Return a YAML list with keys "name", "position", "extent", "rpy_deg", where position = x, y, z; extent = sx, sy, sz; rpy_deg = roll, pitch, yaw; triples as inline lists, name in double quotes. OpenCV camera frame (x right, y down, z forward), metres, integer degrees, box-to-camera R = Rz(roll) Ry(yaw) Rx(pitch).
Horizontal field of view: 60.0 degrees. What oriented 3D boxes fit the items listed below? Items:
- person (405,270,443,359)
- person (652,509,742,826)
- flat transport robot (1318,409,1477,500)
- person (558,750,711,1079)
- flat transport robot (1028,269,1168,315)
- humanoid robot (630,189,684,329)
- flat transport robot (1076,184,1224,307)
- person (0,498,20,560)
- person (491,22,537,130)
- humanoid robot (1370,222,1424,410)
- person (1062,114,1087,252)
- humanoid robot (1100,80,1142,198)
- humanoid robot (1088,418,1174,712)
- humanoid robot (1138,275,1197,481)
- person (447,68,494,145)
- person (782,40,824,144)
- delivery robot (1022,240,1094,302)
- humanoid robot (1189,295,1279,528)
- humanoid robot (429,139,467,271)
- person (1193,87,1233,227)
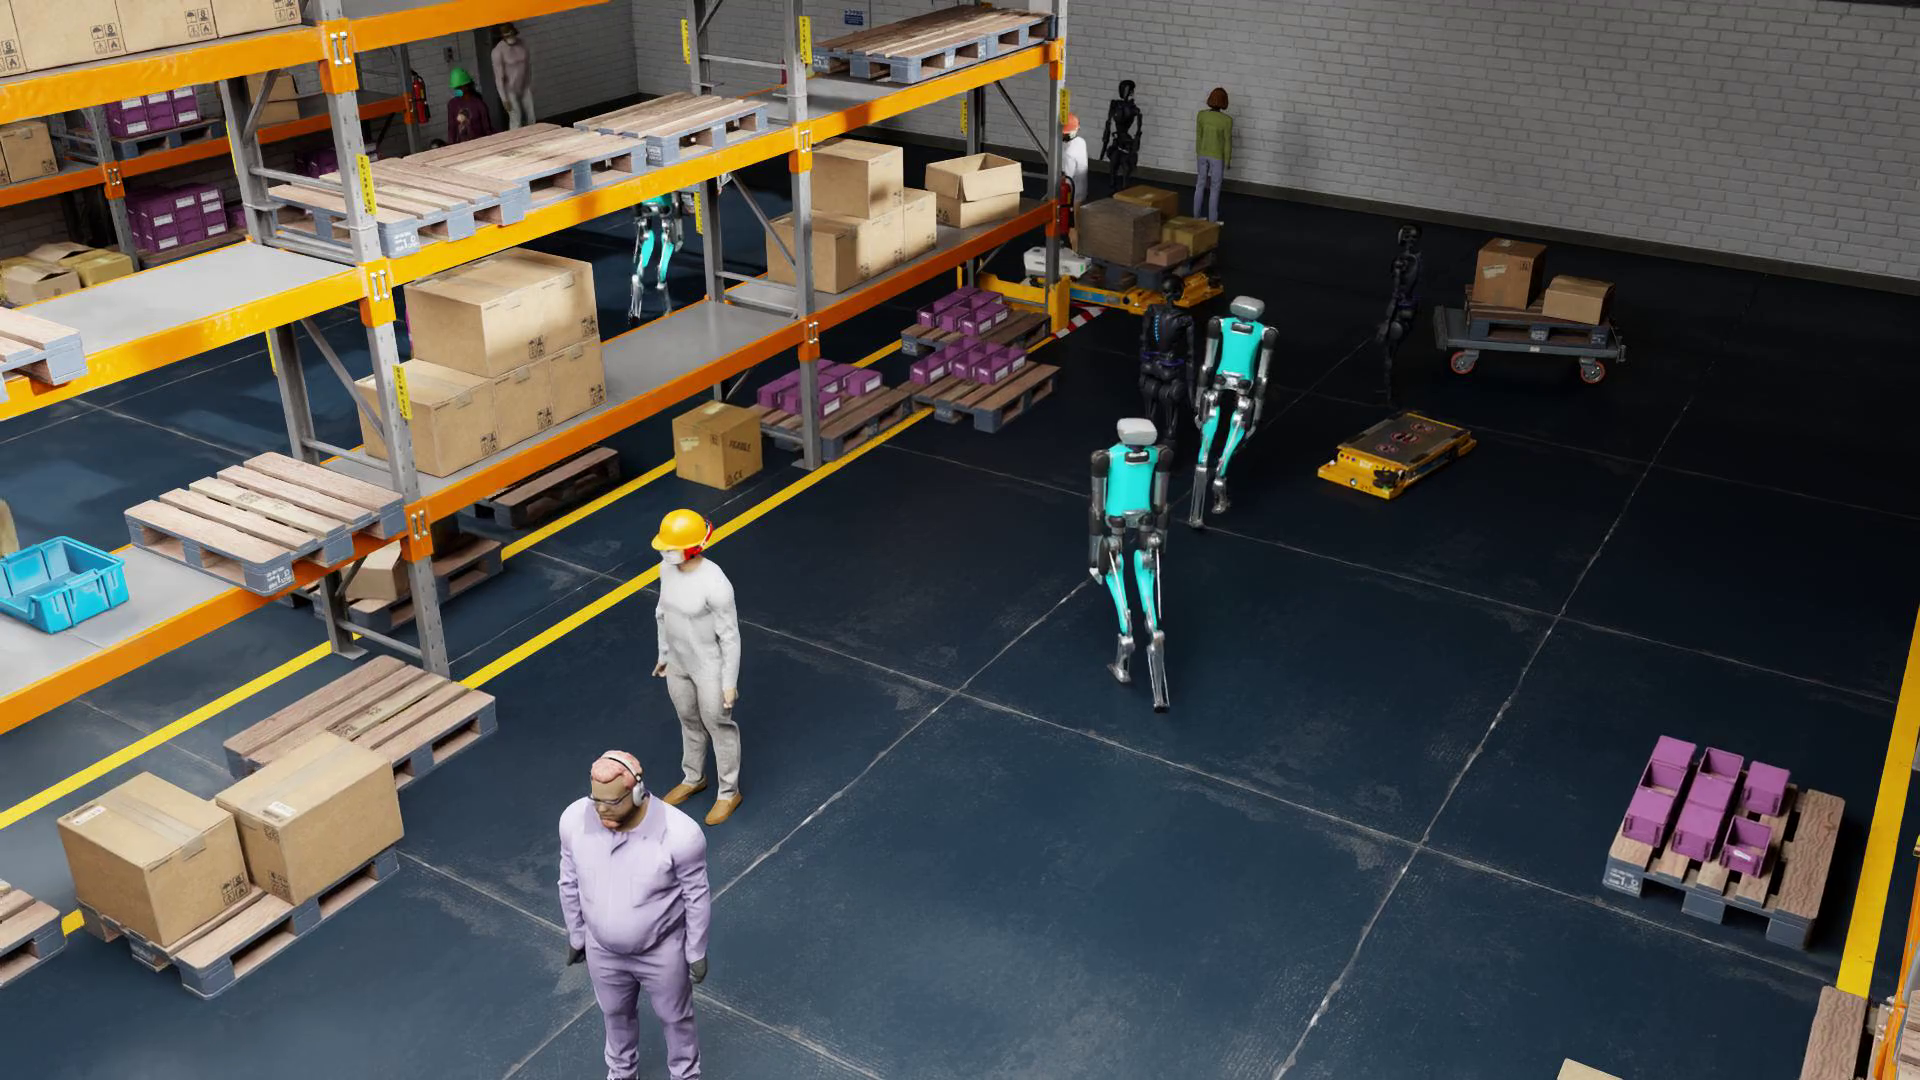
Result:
- name: "person"
  position: [-4.075, -1.349, 13.113]
  extent: [0.506, 1.847, 0.340]
  rpy_deg: [-20, 33, -34]
- name: "person"
  position: [-1.431, 0.682, 9.064]
  extent: [0.571, 1.892, 0.376]
  rpy_deg: [19, 33, 33]
- name: "flat transport robot"
  position: [3.596, -0.714, 13.605]
  extent: [0.659, 0.231, 1.431]
  rpy_deg: [23, 35, 37]
- name: "person"
  position: [-1.372, 1.706, 7.030]
  extent: [0.645, 1.906, 0.404]
  rpy_deg: [5, 27, 10]
- name: "flat transport robot"
  position: [1.468, -2.633, 17.387]
  extent: [1.431, 0.231, 0.659]
  rpy_deg: [16, 31, 28]
- name: "humanoid robot"
  position: [-3.083, -2.927, 16.382]
  extent: [0.549, 1.793, 0.910]
  rpy_deg: [6, 28, 12]
- name: "flat transport robot"
  position: [2.020, -2.774, 17.664]
  extent: [1.431, 0.231, 0.659]
  rpy_deg: [22, 34, 36]
- name: "person"
  position: [-5.972, 0.243, 10.097]
  extent: [0.577, 1.730, 0.644]
  rpy_deg: [-2, 27, -4]
- name: "person"
  position: [-5.909, -5.948, 22.121]
  extent: [0.456, 1.895, 0.657]
  rpy_deg: [18, 32, 31]
- name: "humanoid robot"
  position: [3.789, -1.945, 14.473]
  extent: [0.365, 1.653, 0.603]
  rpy_deg: [15, 30, 27]
- name: "person"
  position: [1.201, -3.764, 18.013]
  extent: [0.430, 1.720, 0.592]
  rpy_deg: [4, 27, 8]
- name: "humanoid robot"
  position: [1.975, -4.679, 19.855]
  extent: [0.597, 1.644, 0.512]
  rpy_deg: [24, 36, 39]
- name: "humanoid robot"
  position: [1.121, 0.241, 10.199]
  extent: [0.554, 1.871, 0.834]
  rpy_deg: [-8, 28, -15]
- name: "humanoid robot"
  position: [1.621, -1.297, 13.183]
  extent: [0.315, 1.657, 0.599]
  rpy_deg: [-22, 34, -36]
- name: "person"
  position: [-5.668, -4.568, 19.425]
  extent: [0.472, 1.886, 1.088]
  rpy_deg: [7, 28, 14]
- name: "person"
  position: [-2.004, -5.680, 21.666]
  extent: [0.625, 1.837, 0.431]
  rpy_deg: [-1, 27, -1]
- name: "delivery robot"
  position: [1.058, -2.843, 17.505]
  extent: [0.810, 0.612, 0.499]
  rpy_deg: [13, 30, 24]
- name: "humanoid robot"
  position: [1.918, -0.855, 12.296]
  extent: [0.569, 1.772, 0.933]
  rpy_deg: [13, 30, 24]
- name: "humanoid robot"
  position: [-5.306, -3.318, 17.183]
  extent: [0.585, 1.638, 0.502]
  rpy_deg: [-2, 27, -3]
- name: "person"
  position: [2.971, -4.493, 19.552]
  extent: [0.492, 1.624, 0.281]
  rpy_deg: [21, 34, 35]
